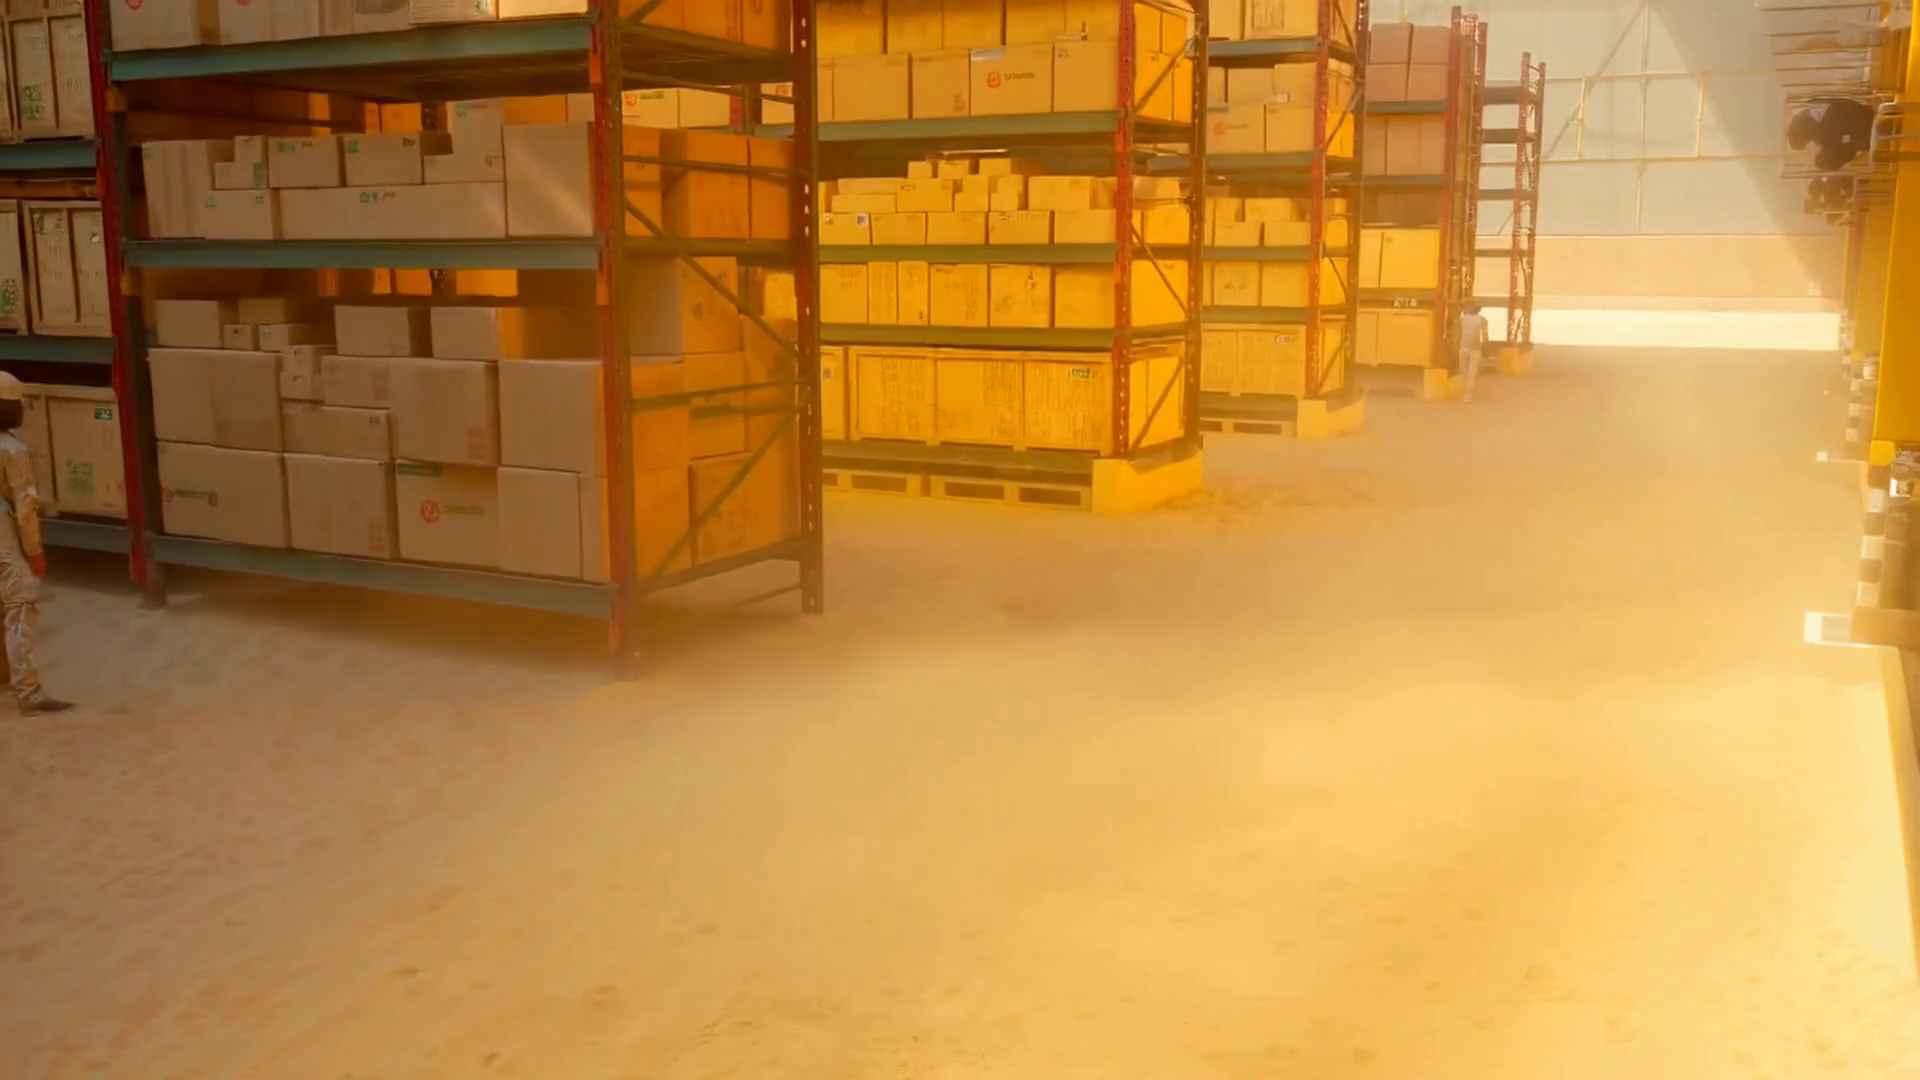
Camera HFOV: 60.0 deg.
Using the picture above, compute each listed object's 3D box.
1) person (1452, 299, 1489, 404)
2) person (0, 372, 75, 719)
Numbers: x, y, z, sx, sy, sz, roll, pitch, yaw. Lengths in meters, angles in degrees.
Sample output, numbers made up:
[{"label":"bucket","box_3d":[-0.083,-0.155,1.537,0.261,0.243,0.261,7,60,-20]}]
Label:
[{"label":"person","box_3d":[7.964,-2.931,25.882,0.538,1.606,0.682,6,11,30]},{"label":"person","box_3d":[-4.786,0.028,8.386,0.485,1.739,0.313,5,11,29]}]
